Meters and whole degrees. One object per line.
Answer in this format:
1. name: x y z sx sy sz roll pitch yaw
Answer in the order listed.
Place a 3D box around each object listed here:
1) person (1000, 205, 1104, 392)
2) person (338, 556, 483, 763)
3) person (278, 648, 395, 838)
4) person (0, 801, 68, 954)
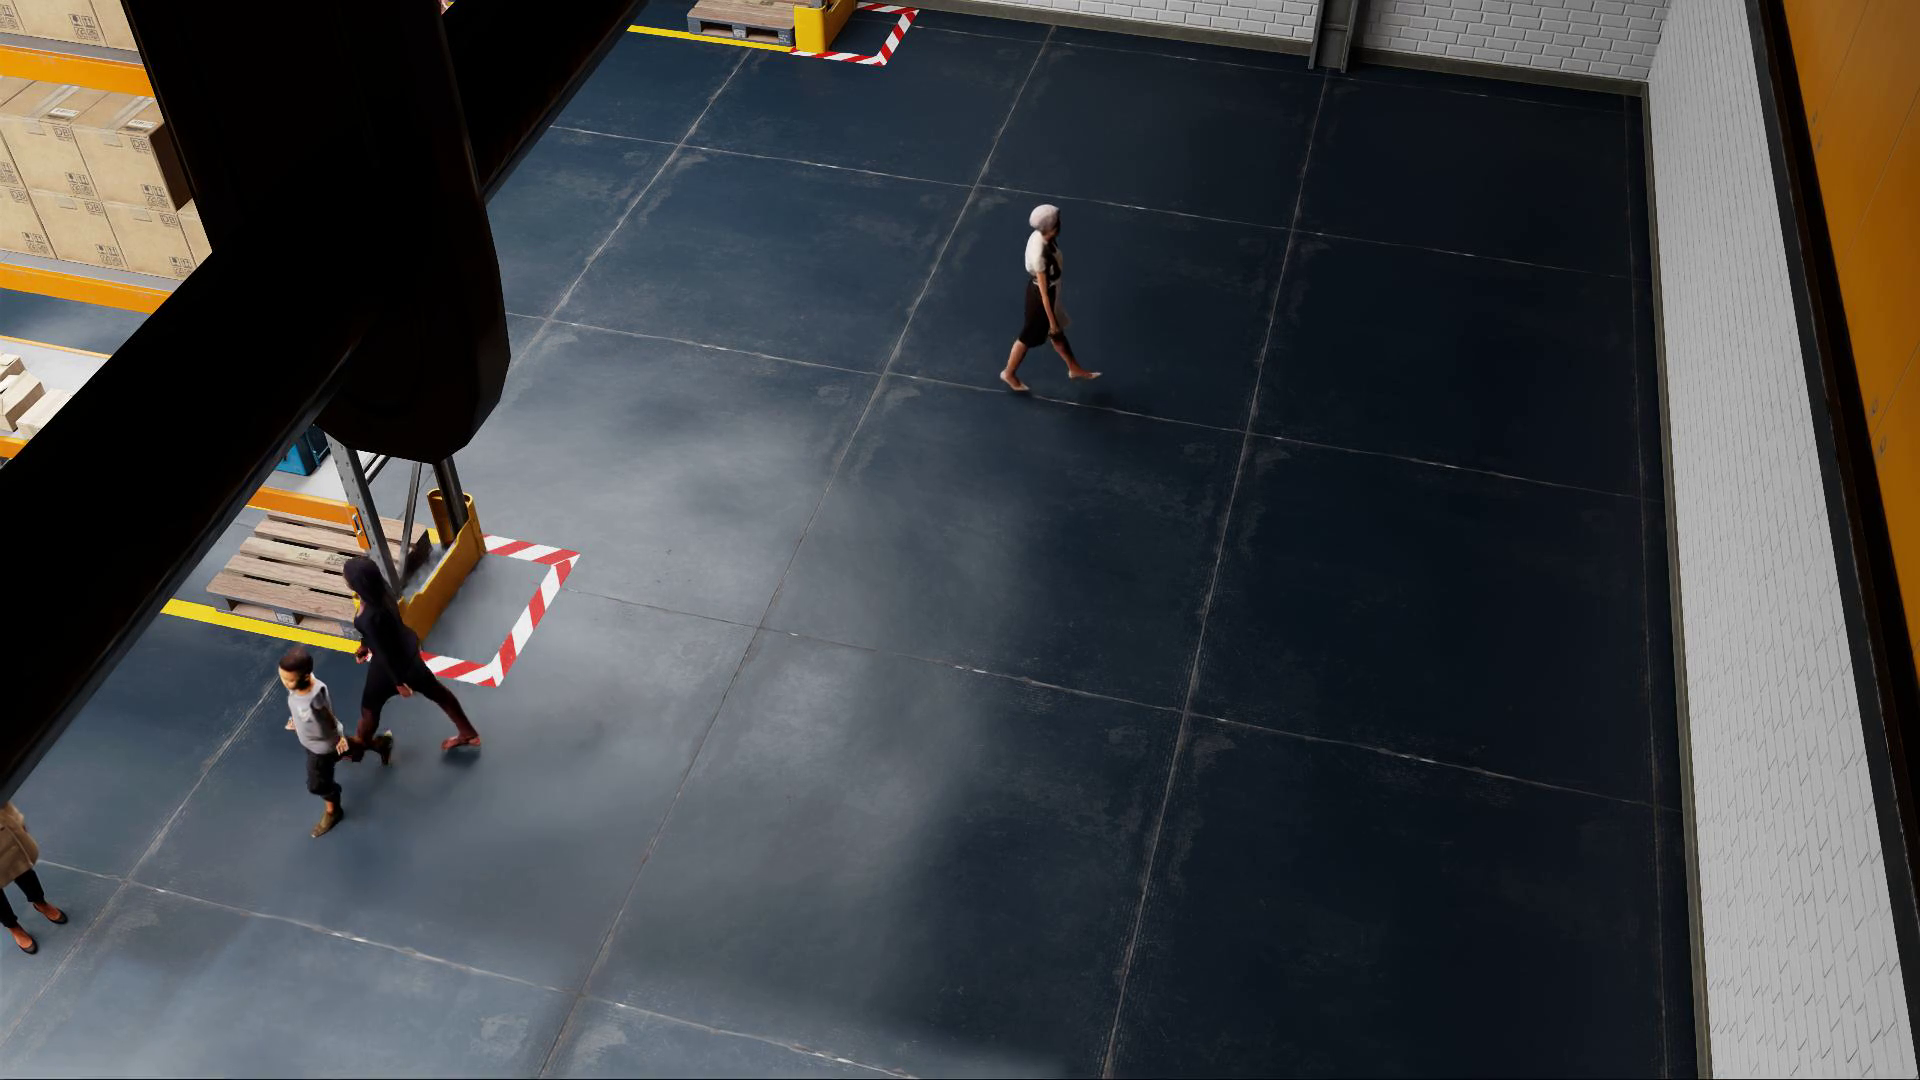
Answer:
1. person: 0.531 -1.839 12.960 1.062 1.718 0.699 6 44 6
2. person: -3.387 0.748 10.278 1.268 1.671 0.927 -6 44 -7
3. person: -3.845 1.100 10.085 0.996 1.429 0.902 29 51 27
4. person: -5.451 1.690 9.282 0.615 1.682 0.683 22 48 21
